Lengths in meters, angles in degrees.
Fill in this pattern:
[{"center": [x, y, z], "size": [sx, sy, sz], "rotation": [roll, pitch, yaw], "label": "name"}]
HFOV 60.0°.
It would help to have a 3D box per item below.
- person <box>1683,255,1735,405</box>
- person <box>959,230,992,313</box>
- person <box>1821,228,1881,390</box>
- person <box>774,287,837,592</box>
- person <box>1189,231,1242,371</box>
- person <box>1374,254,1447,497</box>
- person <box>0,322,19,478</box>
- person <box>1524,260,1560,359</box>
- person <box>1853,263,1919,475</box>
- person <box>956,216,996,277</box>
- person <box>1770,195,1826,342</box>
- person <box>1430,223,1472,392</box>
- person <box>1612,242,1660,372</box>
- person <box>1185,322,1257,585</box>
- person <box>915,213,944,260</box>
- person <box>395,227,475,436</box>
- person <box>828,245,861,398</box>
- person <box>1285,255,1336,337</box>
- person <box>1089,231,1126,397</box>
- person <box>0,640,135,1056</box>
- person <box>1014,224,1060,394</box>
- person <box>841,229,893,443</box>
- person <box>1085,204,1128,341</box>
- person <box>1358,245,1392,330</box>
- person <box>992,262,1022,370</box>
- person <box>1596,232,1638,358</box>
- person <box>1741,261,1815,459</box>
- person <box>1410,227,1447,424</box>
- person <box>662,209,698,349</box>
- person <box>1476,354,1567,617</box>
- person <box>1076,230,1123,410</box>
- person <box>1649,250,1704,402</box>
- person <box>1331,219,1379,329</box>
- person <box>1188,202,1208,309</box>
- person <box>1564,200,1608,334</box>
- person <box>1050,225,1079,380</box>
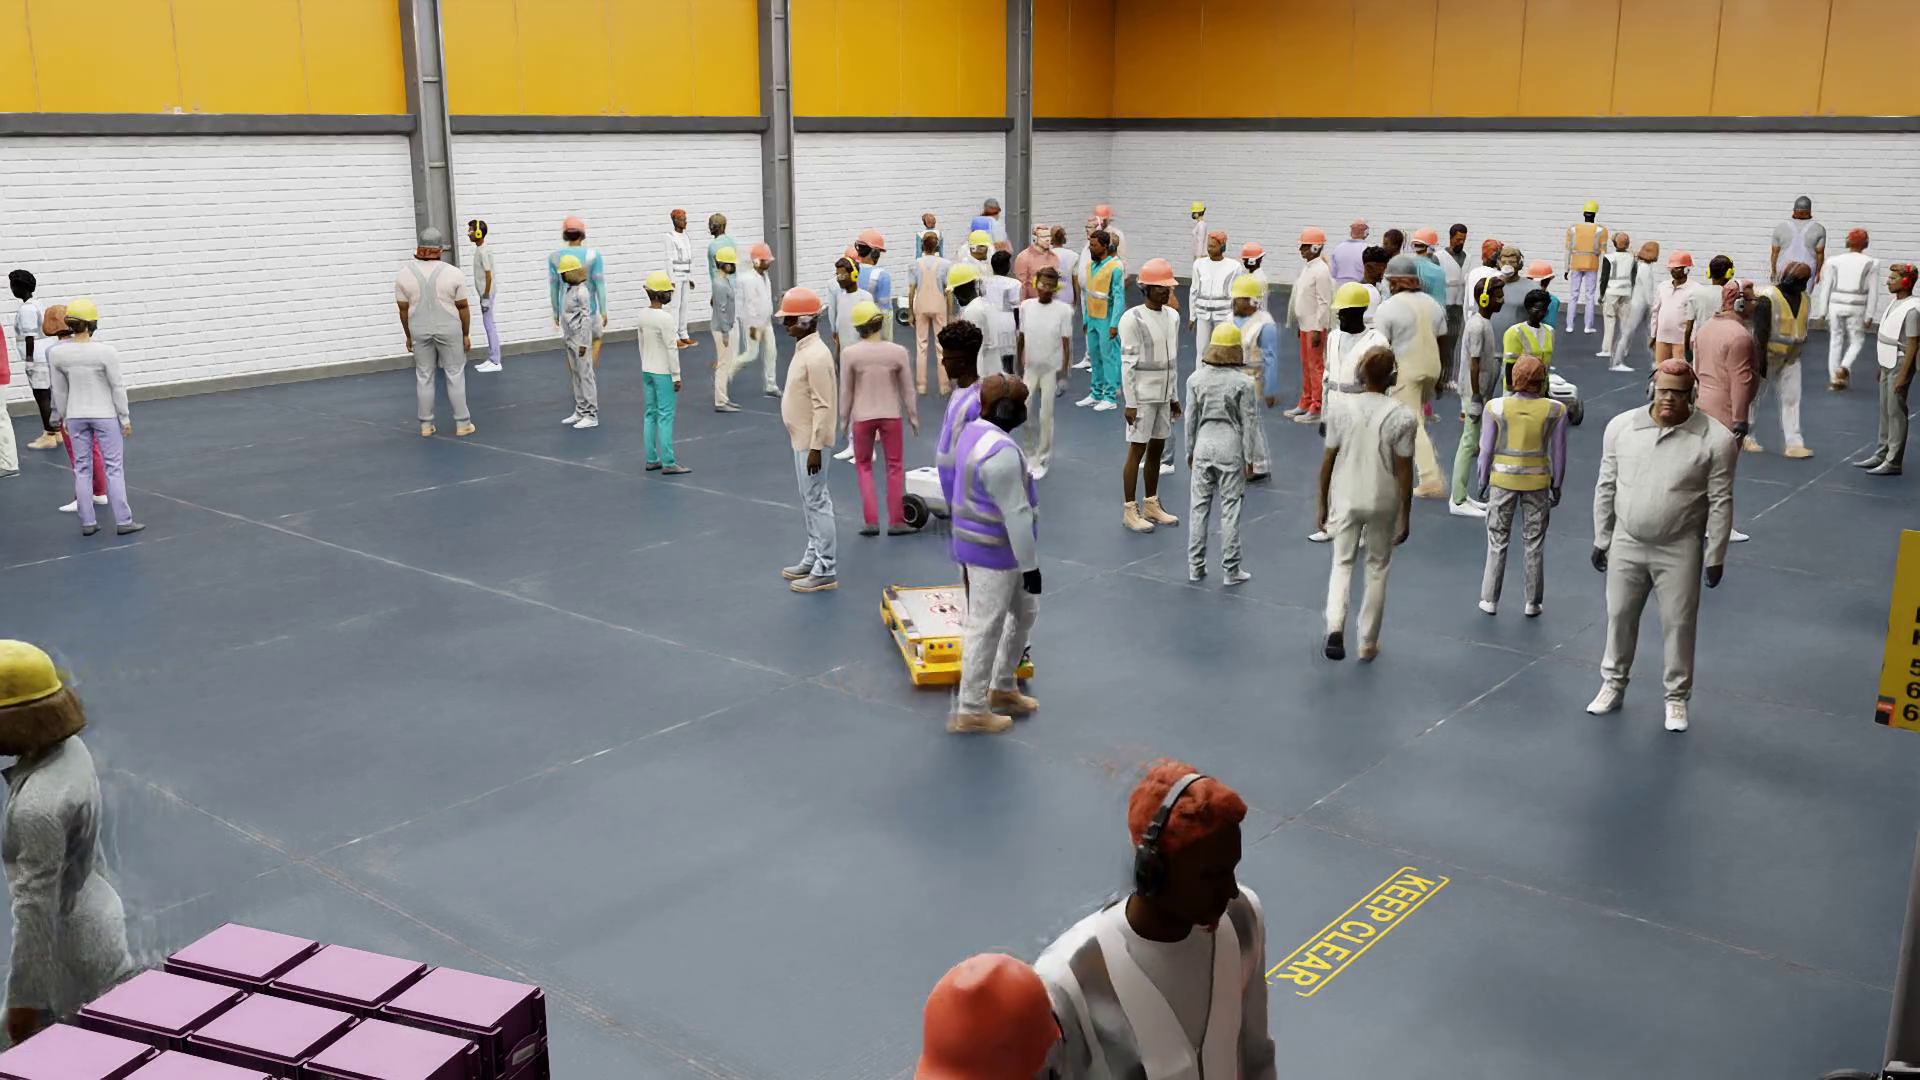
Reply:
[{"center": [6.859, -1.664, 15.185], "size": [0.518, 1.865, 0.328], "rotation": [11, 18, 38], "label": "person"}, {"center": [0.191, -2.668, 19.264], "size": [0.404, 1.827, 0.600], "rotation": [7, 16, 25], "label": "person"}, {"center": [10.108, -2.609, 18.955], "size": [0.580, 1.872, 0.542], "rotation": [12, 18, 39], "label": "person"}, {"center": [-0.998, -0.659, 10.901], "size": [0.389, 1.991, 0.625], "rotation": [-3, 14, -13], "label": "person"}, {"center": [2.781, -2.436, 18.224], "size": [0.572, 1.886, 0.356], "rotation": [6, 15, 23], "label": "person"}, {"center": [3.755, -1.414, 13.823], "size": [0.692, 2.000, 1.086], "rotation": [-8, 16, -30], "label": "person"}, {"center": [-8.437, -1.409, 14.418], "size": [0.354, 1.739, 0.570], "rotation": [-10, 17, -34], "label": "person"}, {"center": [5.476, -1.783, 15.880], "size": [0.326, 1.752, 0.559], "rotation": [11, 18, 38], "label": "person"}, {"center": [8.164, -1.481, 14.483], "size": [0.395, 1.847, 0.564], "rotation": [3, 14, 13], "label": "person"}, {"center": [0.220, -2.971, 20.270], "size": [0.623, 1.932, 0.421], "rotation": [-13, 19, -41], "label": "person"}, {"center": [11.753, -3.806, 23.382], "size": [0.682, 2.000, 0.537], "rotation": [8, 16, 28], "label": "person"}, {"center": [5.610, -2.667, 19.090], "size": [0.587, 1.913, 0.391], "rotation": [-9, 16, -31], "label": "person"}, {"center": [8.501, -2.852, 20.474], "size": [0.816, 1.599, 0.507], "rotation": [6, 15, 23], "label": "person"}, {"center": [1.739, -0.576, 11.082], "size": [0.493, 1.740, 0.325], "rotation": [8, 16, 30], "label": "person"}, {"center": [-0.480, -4.347, 26.359], "size": [0.514, 1.641, 0.307], "rotation": [-10, 17, -34], "label": "person"}, {"center": [-5.130, -2.043, 16.338], "size": [0.682, 2.000, 0.537], "rotation": [-1, 14, -4], "label": "person"}, {"center": [-1.126, -2.270, 17.818], "size": [0.571, 1.755, 0.319], "rotation": [4, 15, 15], "label": "person"}, {"center": [3.928, -2.423, 18.742], "size": [0.500, 1.597, 0.761], "rotation": [-2, 14, -9], "label": "person"}, {"center": [1.677, -2.543, 18.732], "size": [0.340, 1.845, 0.513], "rotation": [-3, 14, -11], "label": "person"}, {"center": [-2.466, 1.096, 4.421], "size": [0.649, 1.717, 0.518], "rotation": [-7, 15, -25], "label": "person"}, {"center": [0.921, -2.637, 18.981], "size": [0.637, 1.911, 0.406], "rotation": [-12, 18, -39], "label": "person"}, {"center": [-0.866, -1.960, 16.015], "size": [0.608, 2.037, 0.402], "rotation": [11, 18, 38], "label": "person"}, {"center": [1.994, -3.634, 22.871], "size": [0.619, 1.963, 0.566], "rotation": [11, 18, 38], "label": "person"}, {"center": [3.651, -1.662, 14.981], "size": [0.376, 1.959, 0.600], "rotation": [-1, 14, -5], "label": "person"}, {"center": [0.435, -2.278, 18.088], "size": [0.514, 1.642, 0.311], "rotation": [-4, 15, -15], "label": "person"}, {"center": [8.614, -3.206, 21.804], "size": [0.523, 1.636, 0.310], "rotation": [-3, 14, -11], "label": "person"}, {"center": [7.544, -1.639, 15.222], "size": [0.661, 1.791, 0.867], "rotation": [-4, 14, -14], "label": "person"}, {"center": [4.698, -2.186, 17.007], "size": [0.383, 1.993, 0.608], "rotation": [-12, 19, -41], "label": "person"}, {"center": [-3.833, -3.578, 22.793], "size": [0.355, 1.883, 0.574], "rotation": [5, 15, 20], "label": "person"}, {"center": [3.464, -0.327, 10.295], "size": [0.522, 1.639, 0.305], "rotation": [3, 14, 13], "label": "person"}, {"center": [1.525, -2.357, 17.845], "size": [0.375, 1.915, 0.599], "rotation": [-8, 16, -28], "label": "person"}, {"center": [7.372, -2.110, 17.186], "size": [0.333, 1.749, 0.574], "rotation": [-9, 17, -32], "label": "person"}, {"center": [4.784, -2.912, 20.087], "size": [0.401, 1.905, 0.649], "rotation": [-12, 18, -39], "label": "person"}, {"center": [3.944, -4.720, 27.614], "size": [0.340, 1.761, 0.526], "rotation": [1, 14, 4], "label": "person"}, {"center": [9.147, -3.988, 24.341], "size": [0.593, 1.926, 0.366], "rotation": [8, 16, 28], "label": "person"}, {"center": [1.171, -2.835, 19.927], "size": [0.503, 1.839, 0.353], "rotation": [-1, 14, -6], "label": "person"}]
